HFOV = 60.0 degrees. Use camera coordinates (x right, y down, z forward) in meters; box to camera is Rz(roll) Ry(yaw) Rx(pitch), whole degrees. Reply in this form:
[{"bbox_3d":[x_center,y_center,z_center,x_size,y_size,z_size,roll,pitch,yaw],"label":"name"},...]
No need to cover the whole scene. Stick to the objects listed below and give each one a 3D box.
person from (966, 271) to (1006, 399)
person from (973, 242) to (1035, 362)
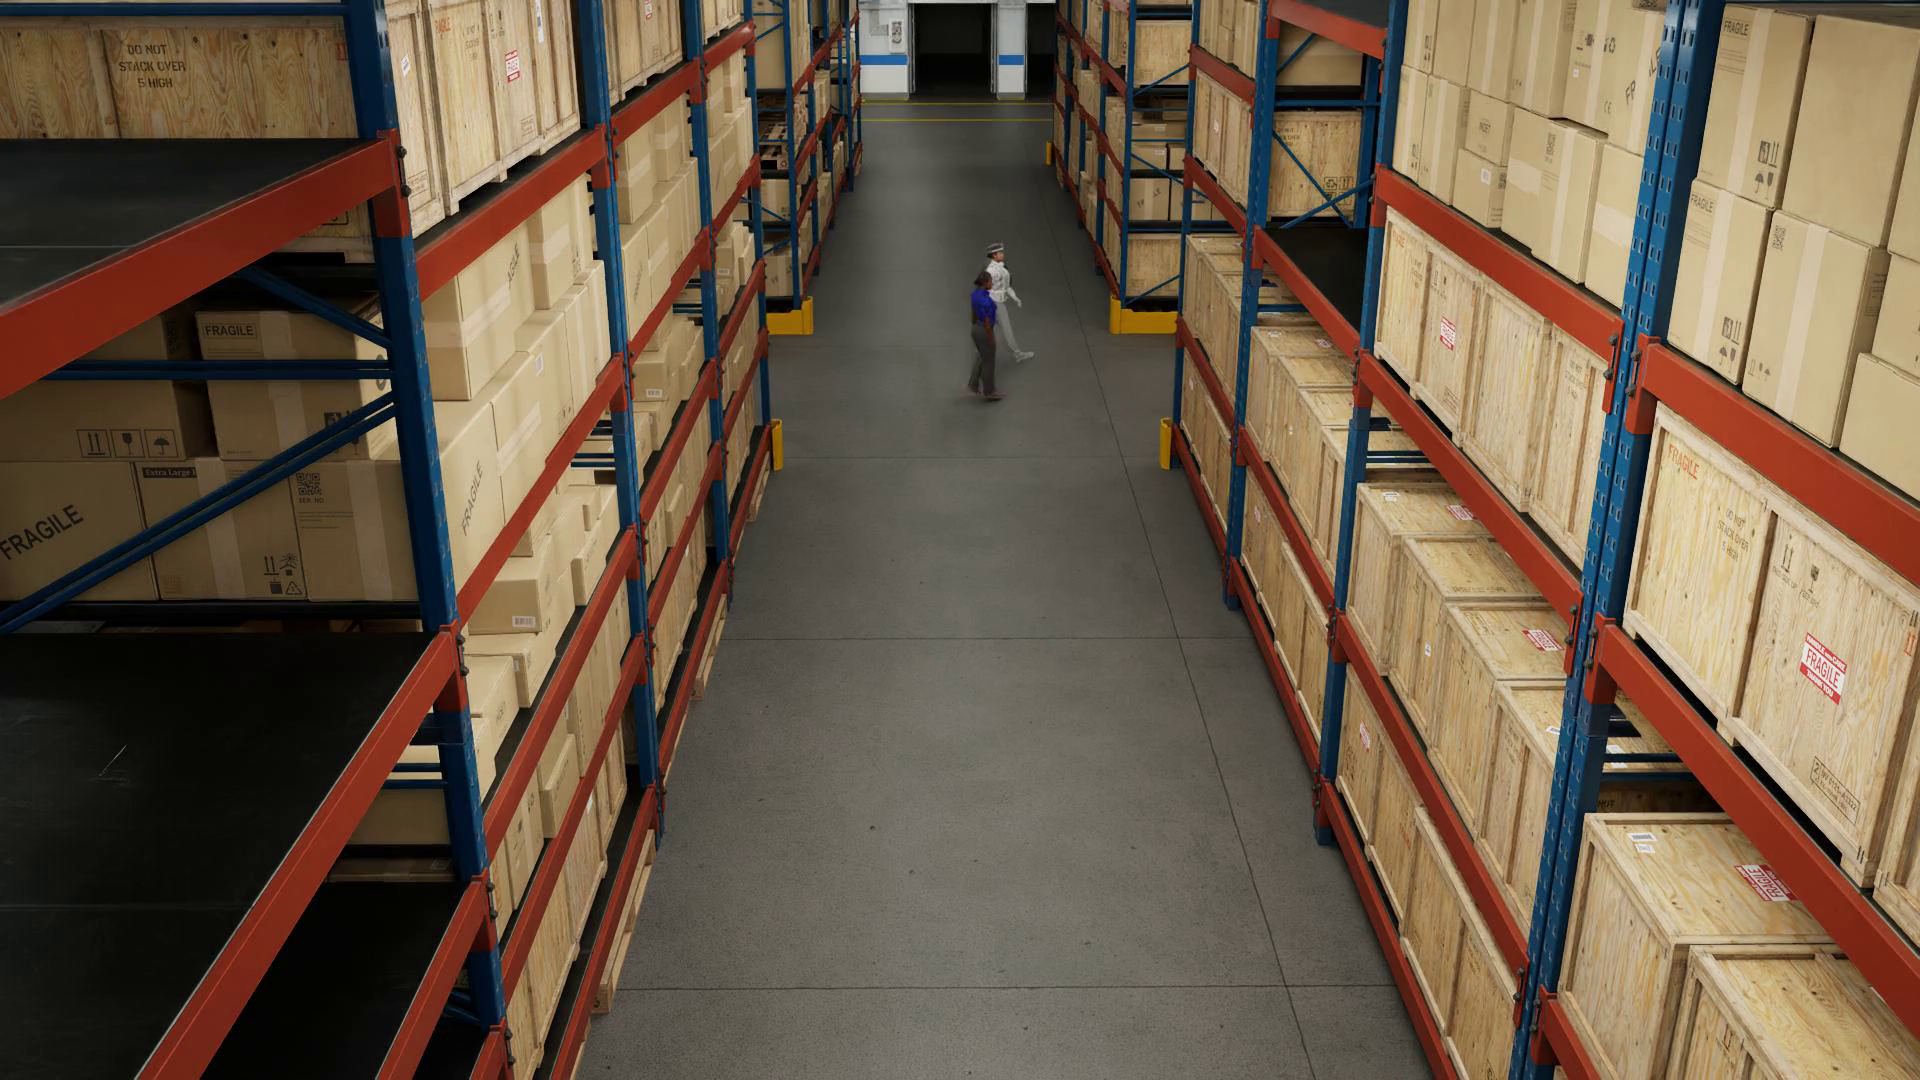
[{"bbox_3d":[0.353,-2.620,21.251,0.470,1.665,0.472,-8,23,-18],"label":"person"},{"bbox_3d":[0.621,-3.282,22.924,0.914,1.659,0.503,5,22,13],"label":"person"}]
